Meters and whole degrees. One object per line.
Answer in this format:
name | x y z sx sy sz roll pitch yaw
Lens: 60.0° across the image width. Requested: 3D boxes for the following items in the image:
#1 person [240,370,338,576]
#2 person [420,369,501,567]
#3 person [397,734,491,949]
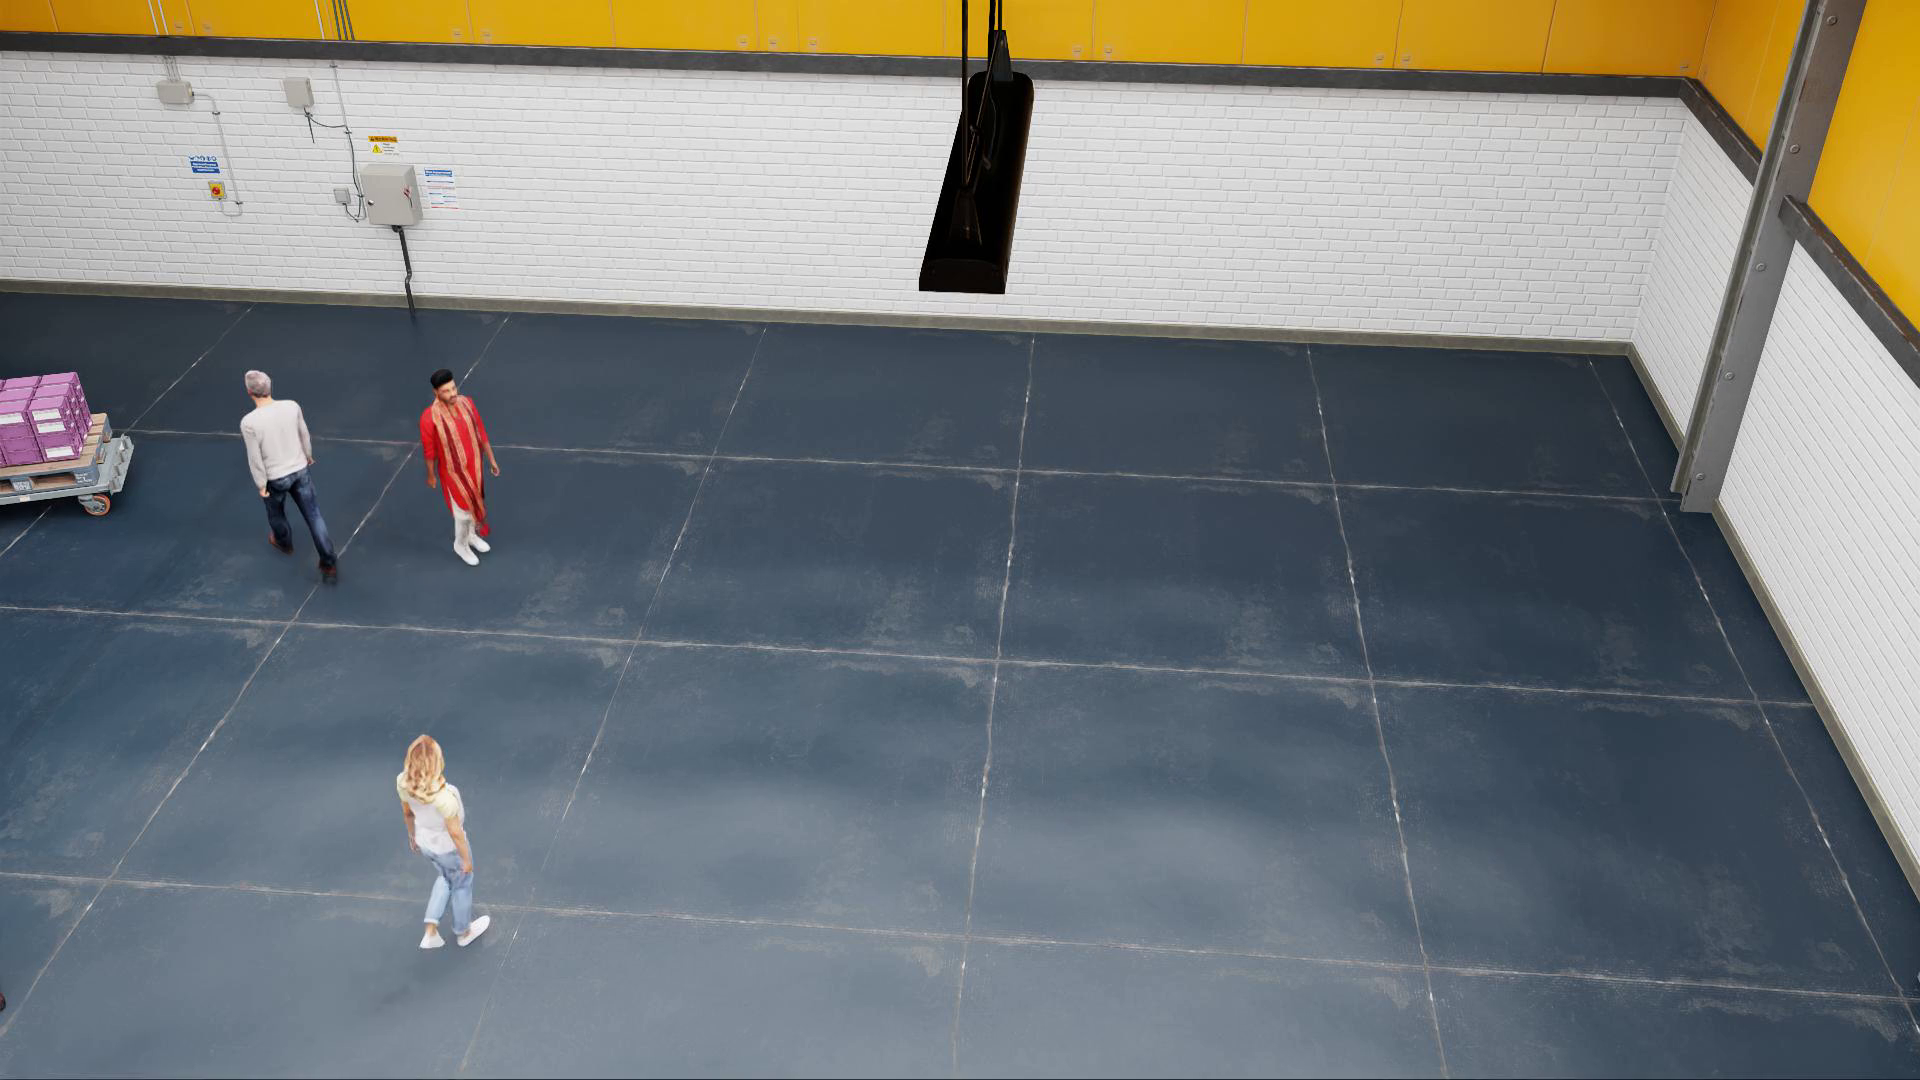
person | -5.674 -0.518 14.110 1.286 1.861 1.290 28 42 35
person | -4.411 -0.686 14.363 0.940 1.860 0.889 20 39 28
person | -3.328 1.984 10.479 0.789 1.713 0.876 18 38 25
